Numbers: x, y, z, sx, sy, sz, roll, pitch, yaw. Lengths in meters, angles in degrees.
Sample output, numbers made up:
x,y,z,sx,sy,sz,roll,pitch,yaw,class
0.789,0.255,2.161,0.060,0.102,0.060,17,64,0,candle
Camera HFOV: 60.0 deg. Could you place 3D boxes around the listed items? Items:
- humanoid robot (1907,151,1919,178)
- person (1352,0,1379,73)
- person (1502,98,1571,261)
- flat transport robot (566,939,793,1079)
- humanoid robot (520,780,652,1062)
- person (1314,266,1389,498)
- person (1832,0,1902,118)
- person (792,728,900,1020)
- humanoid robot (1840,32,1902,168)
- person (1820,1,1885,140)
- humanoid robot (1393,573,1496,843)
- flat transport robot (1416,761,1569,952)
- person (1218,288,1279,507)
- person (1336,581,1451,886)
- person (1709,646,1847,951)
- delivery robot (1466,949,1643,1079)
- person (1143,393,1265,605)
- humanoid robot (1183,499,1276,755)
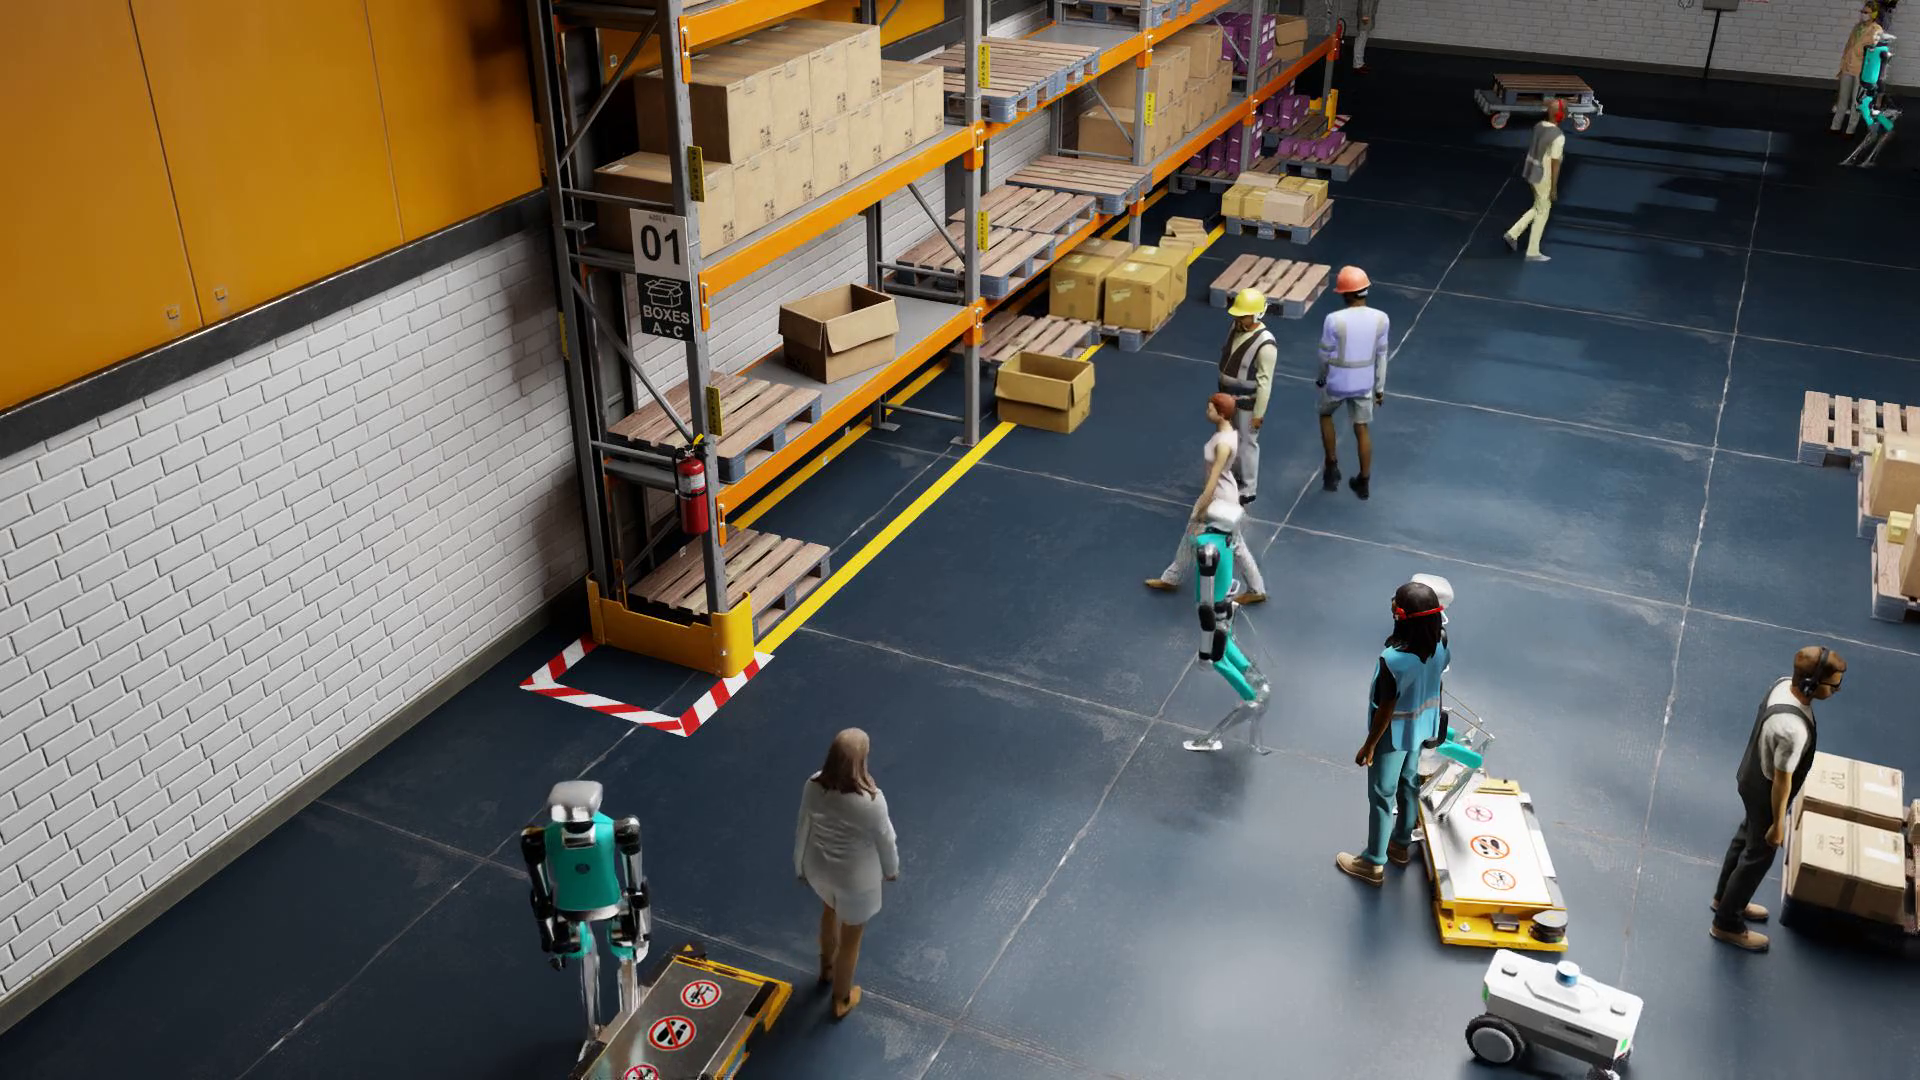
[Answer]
x,y,z,sx,sy,sz,roll,pitch,yaw,class
12.660,-5.519,21.479,0.327,1.646,0.589,-2,28,-4,humanoid robot
6.585,-8.498,26.846,0.364,1.830,0.503,12,31,22,person
6.460,-3.989,18.475,0.457,1.834,0.562,-3,29,-6,person
-1.419,2.524,8.047,0.659,0.231,1.431,10,30,19,flat transport robot
-1.722,1.765,7.897,0.530,1.775,0.733,-5,29,-8,humanoid robot
3.133,-1.264,13.357,0.571,1.897,0.553,-6,29,-10,person
13.381,-7.078,24.143,0.993,1.884,0.555,16,32,28,person
-0.541,1.626,8.263,0.500,1.645,0.534,12,31,22,person
12.077,-5.747,21.829,0.784,1.782,0.541,-1,28,-2,humanoid robot
12.506,-6.540,23.167,0.409,1.877,0.556,-9,30,-17,person
2.741,0.938,9.302,0.735,1.677,0.533,-2,28,-5,humanoid robot
2.968,1.774,9.438,0.659,0.231,1.431,3,28,5,flat transport robot
2.245,-1.133,13.198,0.403,1.824,0.598,-9,30,-17,person
2.394,1.059,9.083,0.519,1.866,0.391,-21,35,-34,person
4.209,1.328,8.620,0.354,1.834,0.520,8,29,15,person
2.925,2.312,8.125,0.756,0.580,0.499,16,32,27,delivery robot
1.820,-0.285,11.830,0.878,1.611,0.432,2,28,3,person
1.765,0.637,10.084,0.767,1.841,0.553,9,30,16,humanoid robot
